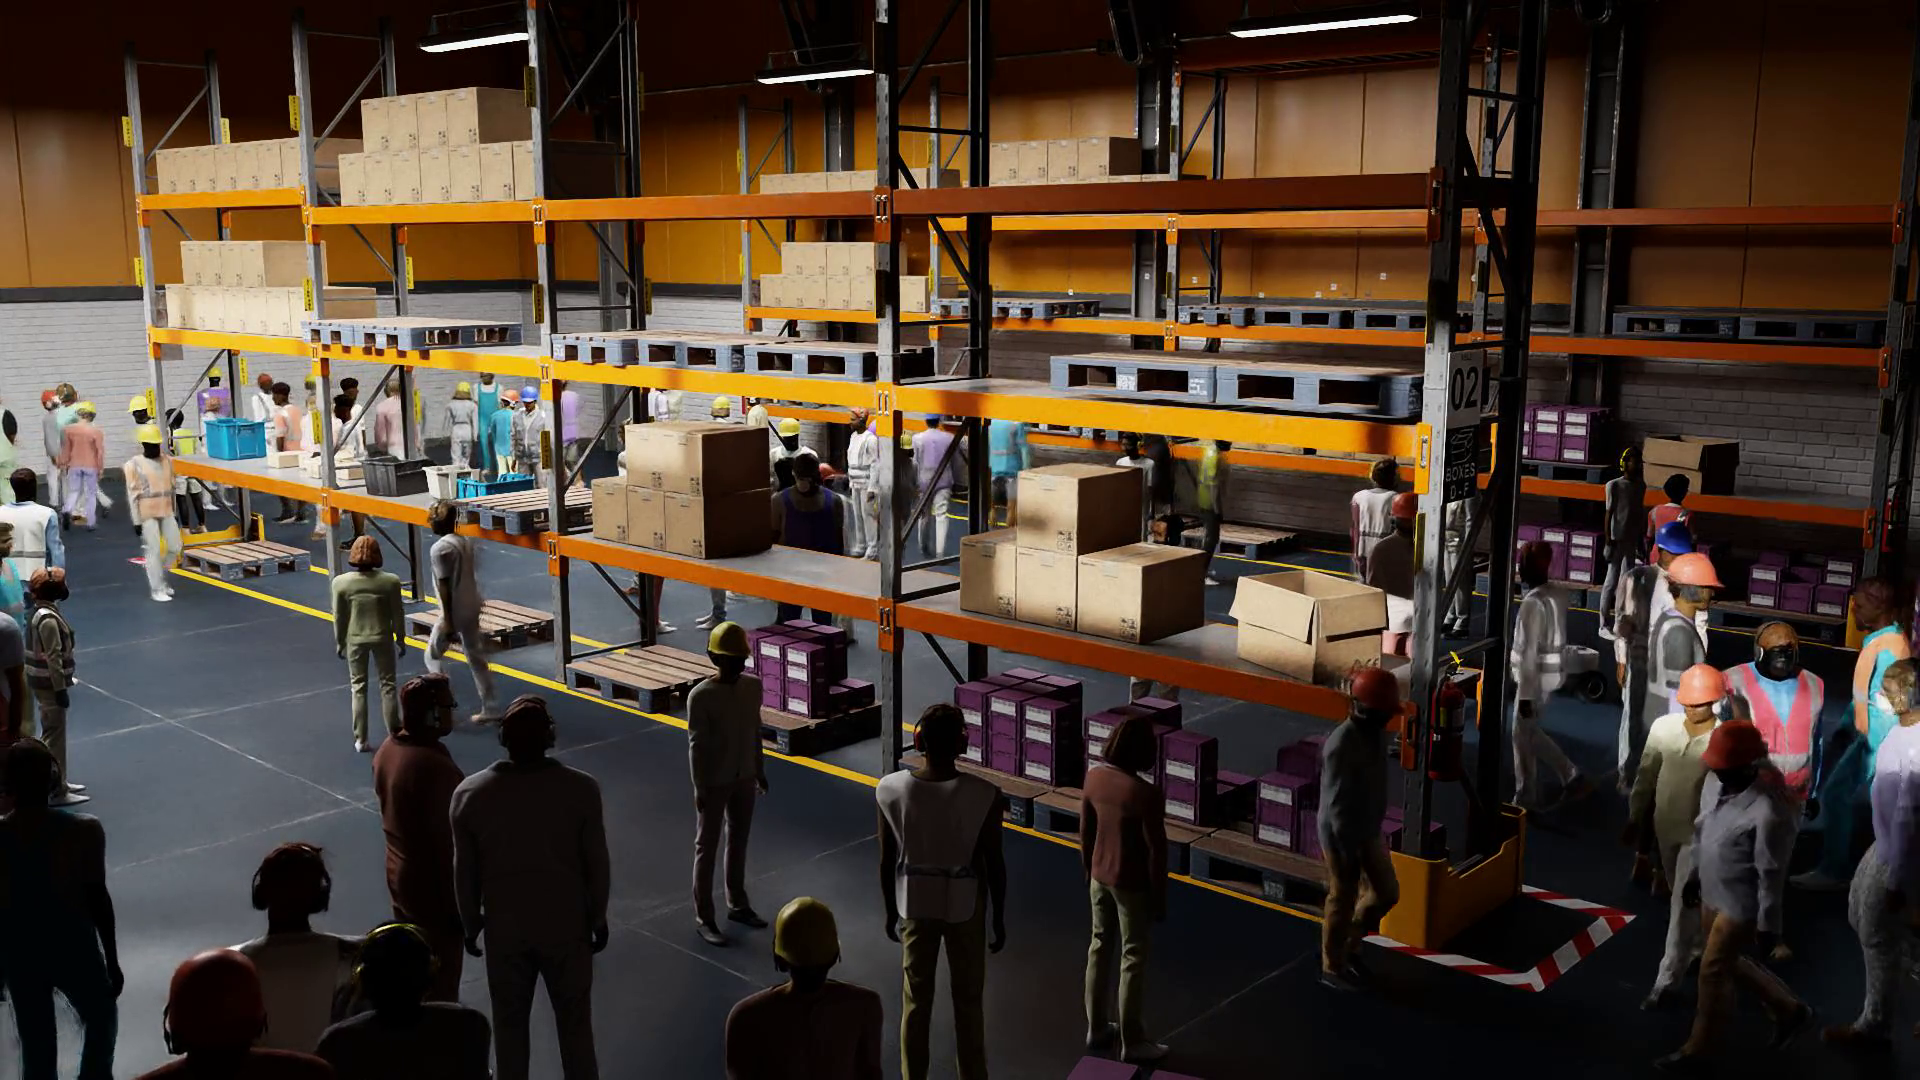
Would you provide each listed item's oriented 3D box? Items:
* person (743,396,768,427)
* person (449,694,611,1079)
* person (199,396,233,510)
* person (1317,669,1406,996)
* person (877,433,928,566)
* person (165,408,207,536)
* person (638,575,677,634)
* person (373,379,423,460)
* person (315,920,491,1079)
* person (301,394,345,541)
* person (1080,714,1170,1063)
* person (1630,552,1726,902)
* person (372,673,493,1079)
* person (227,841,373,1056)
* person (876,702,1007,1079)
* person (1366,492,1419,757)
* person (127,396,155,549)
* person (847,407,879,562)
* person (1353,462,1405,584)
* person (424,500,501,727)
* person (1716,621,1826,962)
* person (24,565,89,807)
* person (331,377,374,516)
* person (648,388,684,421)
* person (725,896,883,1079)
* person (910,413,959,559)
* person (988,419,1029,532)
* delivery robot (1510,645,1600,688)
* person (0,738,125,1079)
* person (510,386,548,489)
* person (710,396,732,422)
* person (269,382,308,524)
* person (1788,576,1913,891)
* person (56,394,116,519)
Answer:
[{"bbox_3d":[-2.991,-1.375,24.315,0.354,1.742,0.567,2,10,13],"label":"person"},{"bbox_3d":[-1.800,1.592,7.068,0.643,1.910,0.400,-1,10,-5],"label":"person"},{"bbox_3d":[-10.744,-1.252,23.912,0.316,1.634,0.523,0,10,1],"label":"person"},{"bbox_3d":[1.999,1.463,8.311,0.438,1.719,0.583,9,13,41],"label":"person"},{"bbox_3d":[-0.632,-0.330,18.461,0.578,1.719,0.510,9,13,41],"label":"person"},{"bbox_3d":[-10.124,-0.873,21.648,0.325,1.689,0.546,3,11,19],"label":"person"},{"bbox_3d":[-3.007,-0.023,16.208,0.396,1.908,0.599,-5,11,-28],"label":"person"},{"bbox_3d":[-8.073,-1.344,23.713,0.979,1.887,0.626,6,12,31],"label":"person"},{"bbox_3d":[-1.631,1.996,4.956,0.521,1.851,0.385,-3,10,-15],"label":"person"},{"bbox_3d":[-8.219,-0.945,21.403,0.663,1.909,0.522,6,12,30],"label":"person"},{"bbox_3d":[0.768,1.608,7.748,0.266,1.632,0.507,-9,13,-40],"label":"person"},{"bbox_3d":[4.170,1.078,9.629,0.398,2.043,0.614,3,10,17],"label":"person"},{"bbox_3d":[-2.355,1.531,7.458,0.399,1.899,0.635,-8,13,-38],"label":"person"},{"bbox_3d":[-2.147,1.899,5.436,0.593,1.879,0.376,-4,11,-22],"label":"person"},{"bbox_3d":[-0.080,1.609,7.160,0.565,1.840,0.390,2,10,12],"label":"person"},{"bbox_3d":[3.282,0.622,12.351,0.637,1.986,0.414,-5,11,-28],"label":"person"},{"bbox_3d":[-10.180,-0.856,20.894,0.391,1.915,0.593,-5,11,-25],"label":"person"},{"bbox_3d":[-1.164,-0.650,19.808,0.337,1.882,0.584,-6,12,-29],"label":"person"},{"bbox_3d":[3.829,0.156,15.467,0.607,1.811,0.586,-7,12,-34],"label":"person"},{"bbox_3d":[-3.956,0.591,13.050,0.722,1.798,0.525,3,11,18],"label":"person"},{"bbox_3d":[4.236,1.324,8.769,0.634,1.841,0.429,0,10,-1],"label":"person"},{"bbox_3d":[-6.152,0.986,11.278,0.314,1.634,0.517,-6,12,-32],"label":"person"},{"bbox_3d":[-8.486,-1.288,23.201,0.617,1.957,0.361,6,11,29],"label":"person"},{"bbox_3d":[-4.658,-1.784,26.189,0.608,1.900,0.579,-7,12,-33],"label":"person"},{"bbox_3d":[-0.484,1.975,5.301,0.523,1.769,0.322,-4,11,-19],"label":"person"},{"bbox_3d":[-0.308,-0.683,19.999,0.619,1.897,1.021,-1,10,-6],"label":"person"},{"bbox_3d":[0.542,-0.822,20.505,0.712,2.000,0.388,2,10,11],"label":"person"},{"bbox_3d":[4.941,1.022,13.844,0.707,0.478,0.477,-3,10,-16],"label":"delivery robot"},{"bbox_3d":[-3.664,1.692,6.734,0.541,1.823,0.481,-2,10,-13],"label":"person"},{"bbox_3d":[-5.671,-1.075,22.067,0.611,1.939,0.414,2,10,10],"label":"person"},{"bbox_3d":[-3.250,-1.089,22.689,0.319,1.743,0.488,-7,12,-35],"label":"person"},{"bbox_3d":[-9.165,-1.184,22.656,0.512,1.950,0.678,3,10,15],"label":"person"},{"bbox_3d":[5.227,1.138,9.688,0.766,1.888,0.590,7,12,33],"label":"person"},{"bbox_3d":[-12.196,-1.178,22.991,0.819,1.813,0.566,-3,11,-18],"label":"person"}]
